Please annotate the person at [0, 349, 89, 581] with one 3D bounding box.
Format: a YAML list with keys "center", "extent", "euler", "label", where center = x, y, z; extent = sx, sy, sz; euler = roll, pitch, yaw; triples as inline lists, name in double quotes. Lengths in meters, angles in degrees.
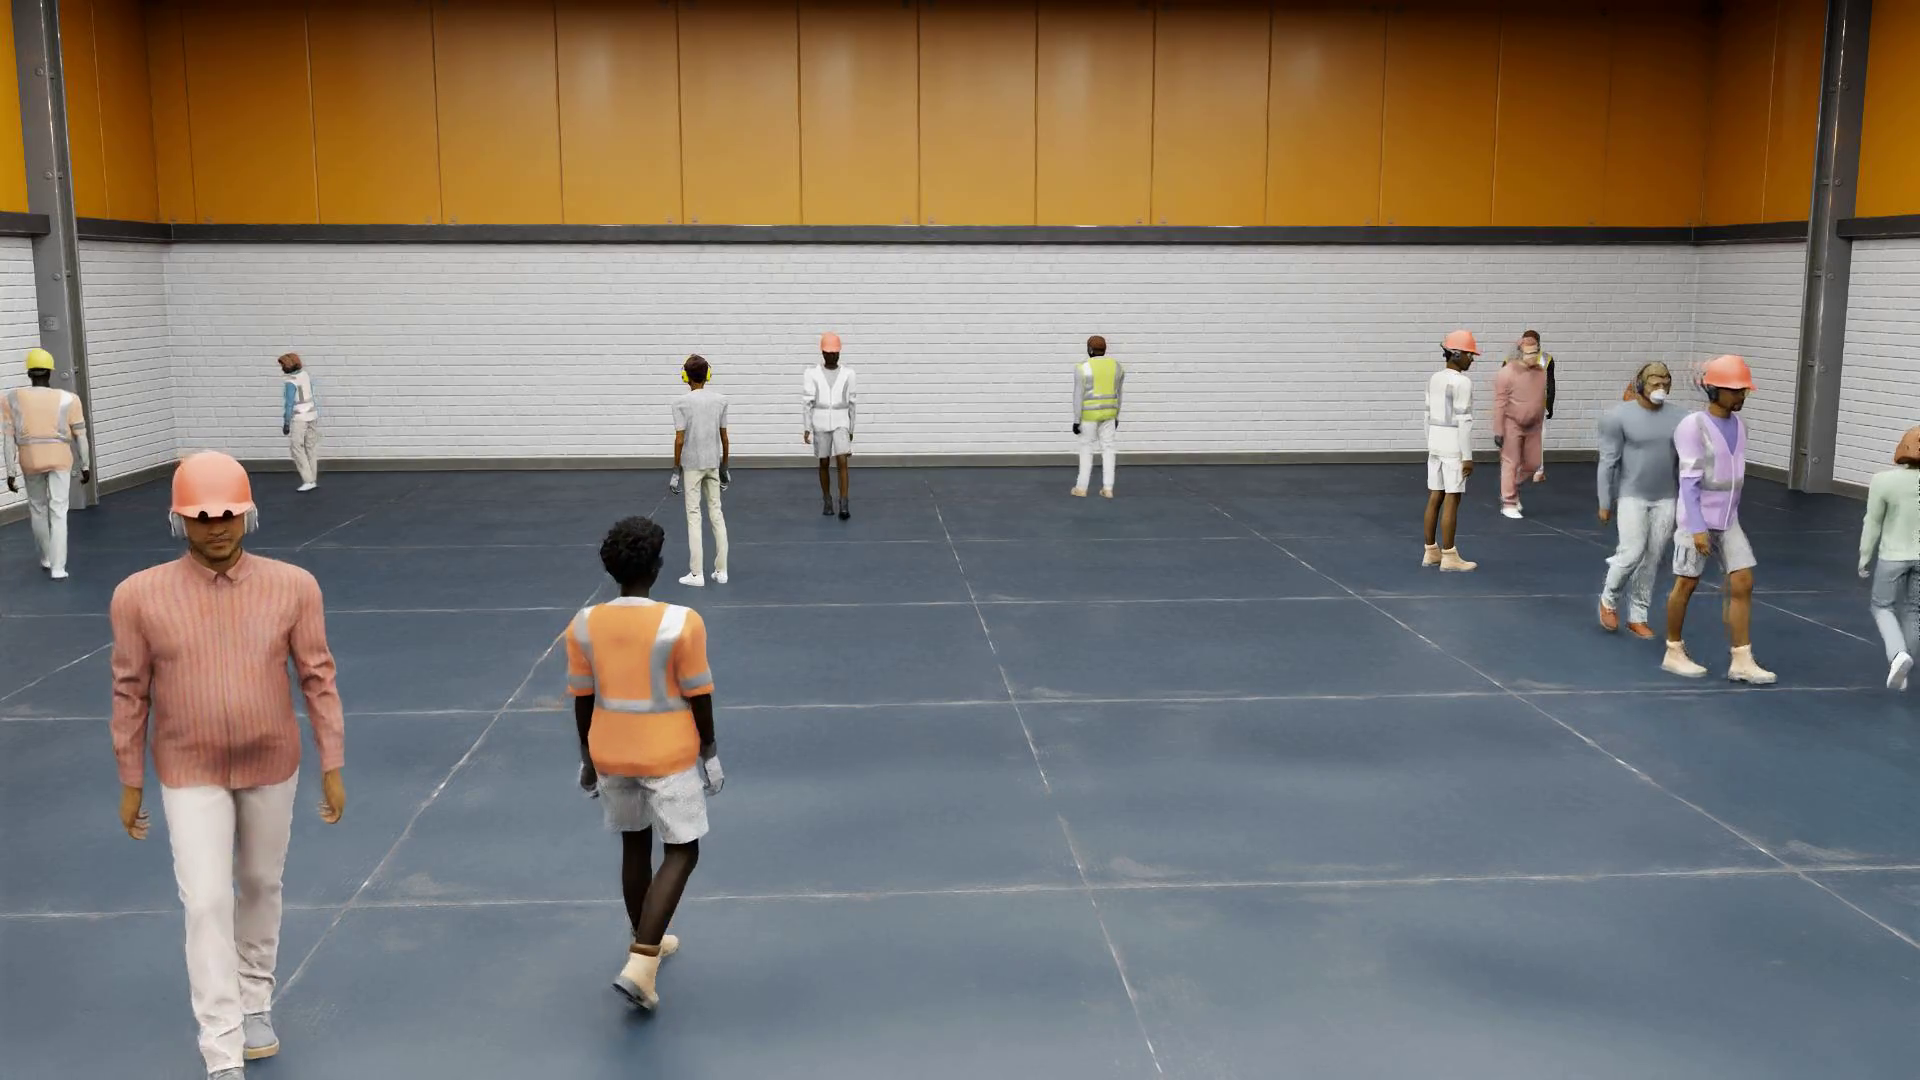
- center: [-7.591, -0.637, 13.841]
  extent: [0.606, 1.876, 0.973]
  euler: [-4, 10, -22]
  label: "person"

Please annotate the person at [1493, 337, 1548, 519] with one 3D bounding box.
- center: [5.739, -1.151, 17.118]
  extent: [0.660, 1.879, 0.571]
  euler: [-3, 10, -20]
  label: "person"

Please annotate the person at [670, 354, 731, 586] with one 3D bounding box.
- center: [-2.098, -0.559, 13.419]
  extent: [0.526, 1.865, 0.315]
  euler: [-7, 11, -36]
  label: "person"

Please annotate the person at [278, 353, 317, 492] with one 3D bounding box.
- center: [-7.673, -1.376, 19.367]
  extent: [0.328, 1.608, 0.617]
  euler: [0, 9, 1]
  label: "person"

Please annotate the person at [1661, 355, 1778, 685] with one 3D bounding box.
- center: [4.652, -0.106, 10.104]
  extent: [0.611, 2.008, 0.870]
  euler: [-4, 10, -24]
  label: "person"

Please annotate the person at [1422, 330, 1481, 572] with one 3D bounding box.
- center: [4.173, -0.753, 14.101]
  extent: [0.394, 2.037, 0.605]
  euler: [-2, 9, -14]
  label: "person"

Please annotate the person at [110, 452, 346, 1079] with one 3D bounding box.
- center: [-2.180, 0.725, 5.038]
  extent: [0.647, 1.960, 0.905]
  euler: [-6, 11, -32]
  label: "person"

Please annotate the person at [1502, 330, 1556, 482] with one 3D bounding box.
- center: [6.900, -1.624, 20.201]
  extent: [0.621, 1.837, 0.429]
  euler: [4, 10, 26]
  label: "person"

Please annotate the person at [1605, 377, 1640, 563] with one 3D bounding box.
- center: [5.830, -0.592, 14.351]
  extent: [0.507, 1.633, 0.277]
  euler: [-2, 9, -12]
  label: "person"

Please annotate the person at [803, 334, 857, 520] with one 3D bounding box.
- center: [-1.325, -1.152, 17.048]
  extent: [0.555, 1.894, 0.945]
  euler: [-1, 9, -6]
  label: "person"

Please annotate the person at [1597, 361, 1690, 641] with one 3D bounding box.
- center: [4.691, -0.260, 11.367]
  extent: [0.635, 1.922, 0.420]
  euler: [-1, 9, -7]
  label: "person"

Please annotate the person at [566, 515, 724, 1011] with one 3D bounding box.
- center: [-1.112, 0.756, 5.750]
  extent: [0.555, 1.696, 0.580]
  euler: [4, 10, 21]
  label: "person"

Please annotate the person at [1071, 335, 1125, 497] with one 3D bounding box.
- center: [1.538, -1.389, 18.744]
  extent: [0.629, 1.843, 0.438]
  euler: [-3, 10, -21]
  label: "person"

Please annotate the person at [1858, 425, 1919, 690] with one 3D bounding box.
- center: [5.645, 0.127, 9.881]
  extent: [0.512, 1.612, 0.550]
  euler: [3, 9, 16]
  label: "person"
